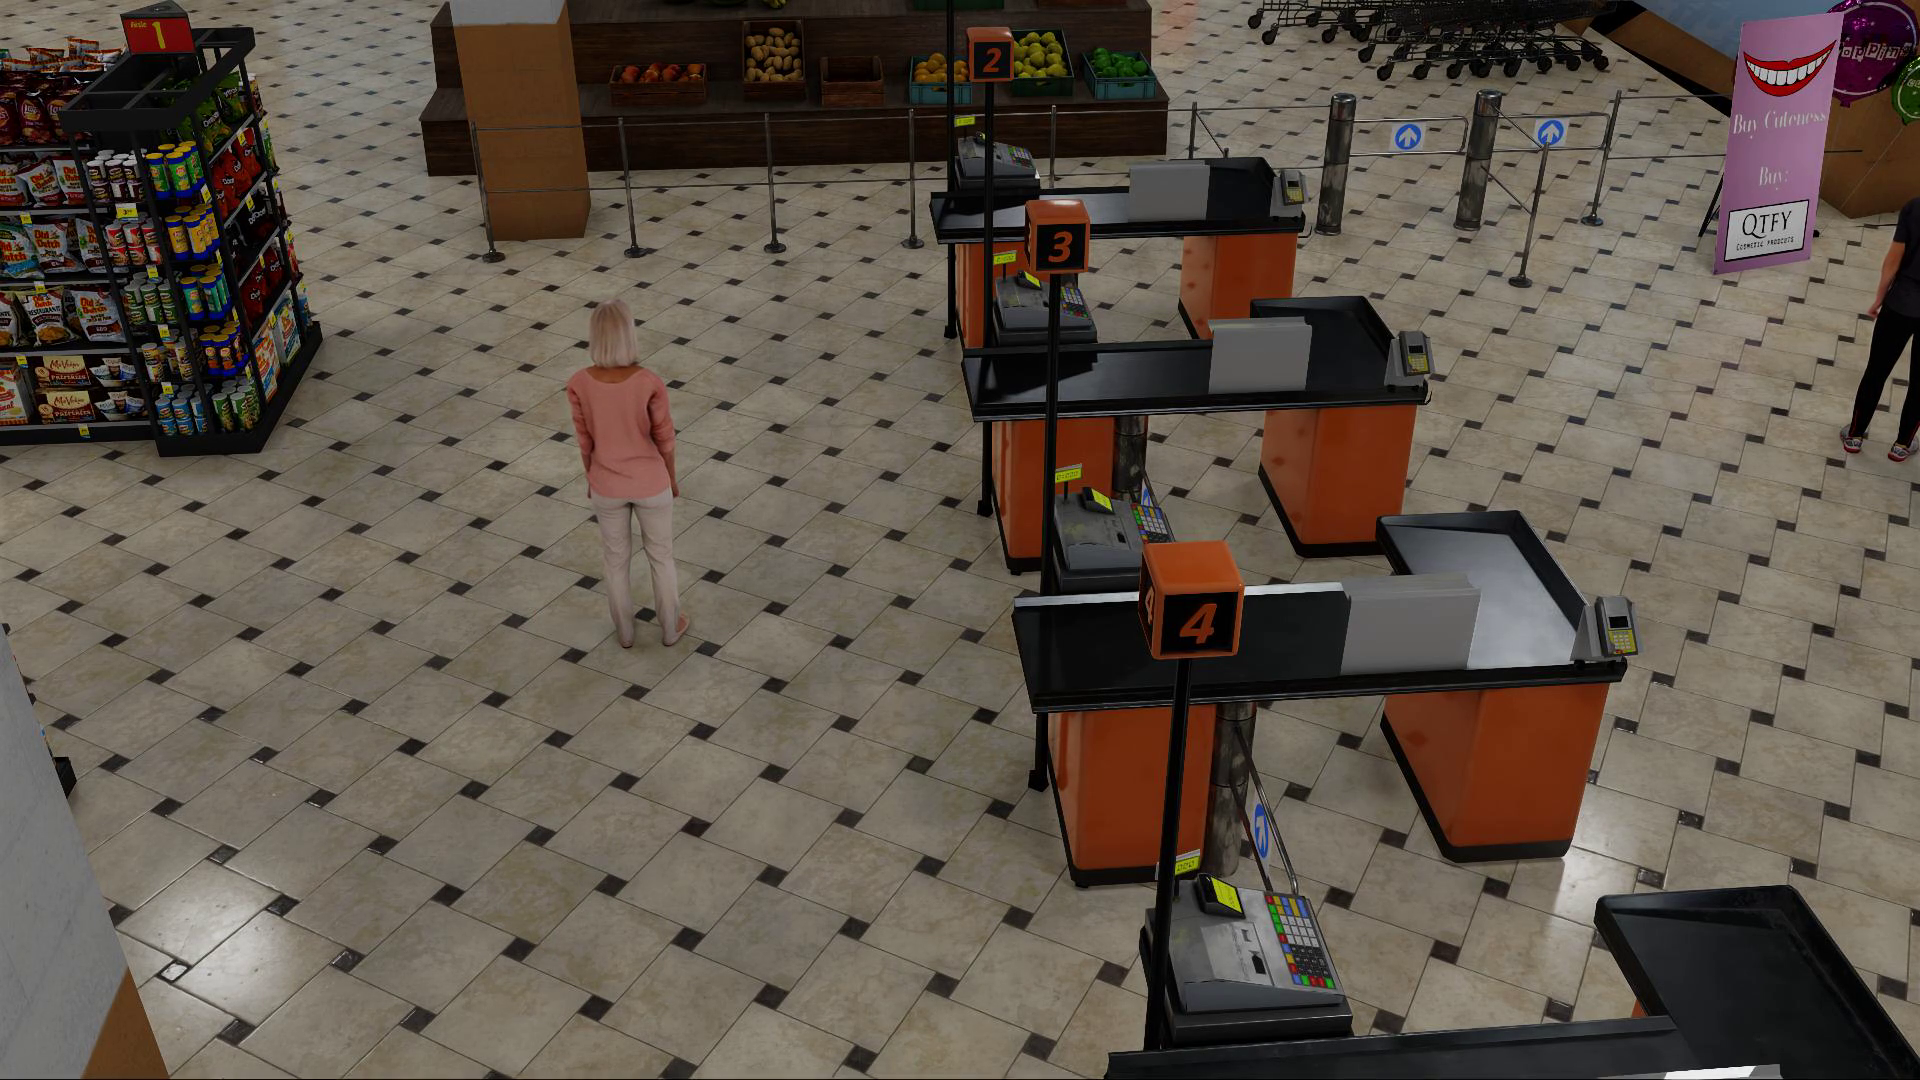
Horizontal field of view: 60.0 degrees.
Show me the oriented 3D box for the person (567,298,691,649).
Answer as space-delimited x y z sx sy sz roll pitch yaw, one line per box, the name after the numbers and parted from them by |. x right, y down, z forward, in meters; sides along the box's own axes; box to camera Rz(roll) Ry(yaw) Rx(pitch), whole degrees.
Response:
-1.485 -0.274 7.468 0.468 1.726 0.666 -1 32 -2 | person

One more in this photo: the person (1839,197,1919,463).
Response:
5.209 -1.265 9.024 0.683 1.764 0.780 17 36 26 | person
